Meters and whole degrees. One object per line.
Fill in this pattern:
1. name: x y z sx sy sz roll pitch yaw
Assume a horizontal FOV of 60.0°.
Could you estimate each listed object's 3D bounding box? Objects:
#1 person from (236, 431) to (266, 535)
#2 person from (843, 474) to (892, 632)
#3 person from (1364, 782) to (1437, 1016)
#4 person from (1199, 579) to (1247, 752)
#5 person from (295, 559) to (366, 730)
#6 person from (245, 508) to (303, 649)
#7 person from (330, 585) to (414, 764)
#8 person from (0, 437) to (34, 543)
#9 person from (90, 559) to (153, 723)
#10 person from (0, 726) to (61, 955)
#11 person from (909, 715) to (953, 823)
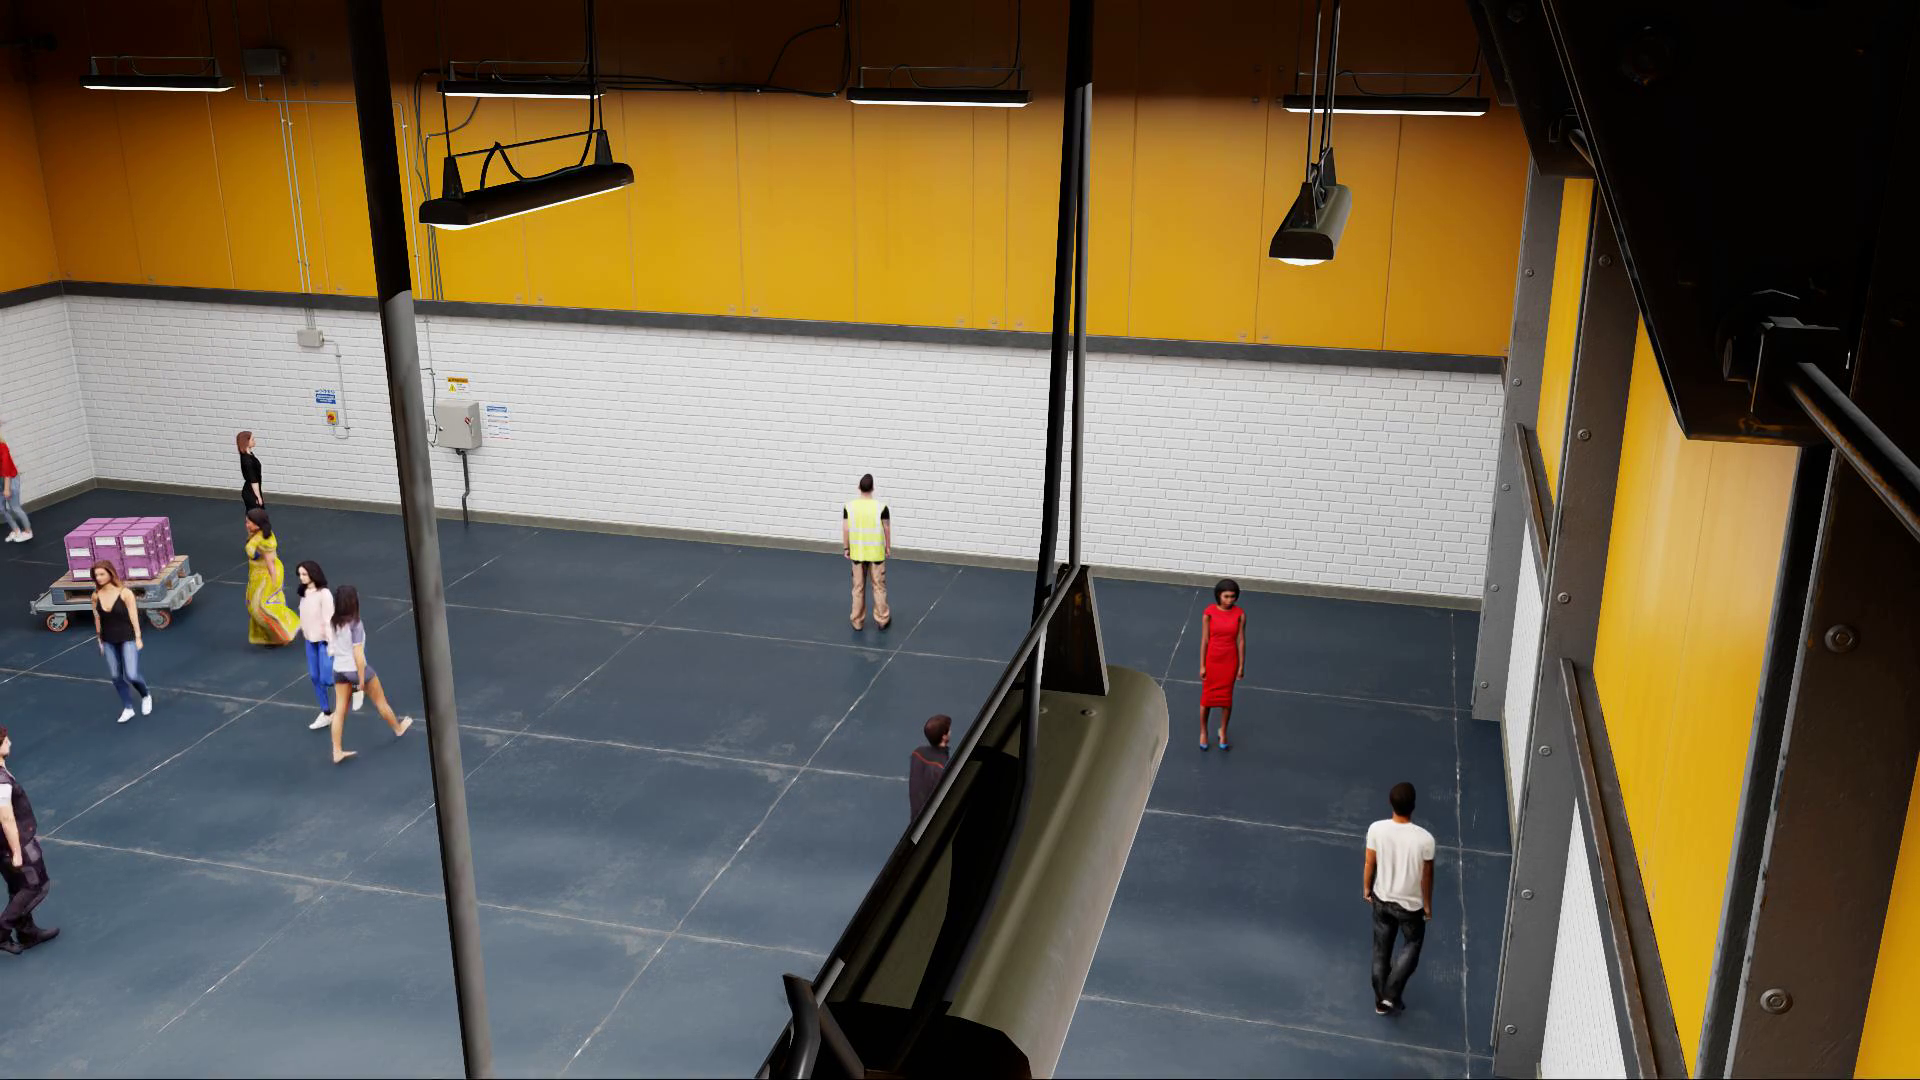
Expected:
1. person: -9.031 -0.564 21.229 0.700 1.706 0.648 -11 22 -30
2. person: -1.052 0.134 18.941 0.769 1.845 0.781 0 19 0
3. person: 3.070 2.578 11.751 0.737 1.801 0.740 10 21 27
4. person: 2.499 1.189 15.971 0.619 1.741 0.571 1 19 3
5. person: -6.252 1.007 16.491 0.808 1.754 0.942 13 22 33
6. person: -7.590 0.414 18.423 1.048 1.644 0.990 -11 22 -30
7. person: -5.827 1.299 15.736 0.733 1.682 1.143 10 21 27
8. person: -12.492 -0.752 21.846 0.716 1.669 0.765 15 24 37
9. person: -8.362 0.980 16.640 0.654 1.710 0.697 0 19 0
10. person: -7.251 2.298 12.528 0.814 1.836 0.898 16 24 39
11. person: -0.256 2.229 12.757 0.912 1.821 0.875 -17 25 -40
